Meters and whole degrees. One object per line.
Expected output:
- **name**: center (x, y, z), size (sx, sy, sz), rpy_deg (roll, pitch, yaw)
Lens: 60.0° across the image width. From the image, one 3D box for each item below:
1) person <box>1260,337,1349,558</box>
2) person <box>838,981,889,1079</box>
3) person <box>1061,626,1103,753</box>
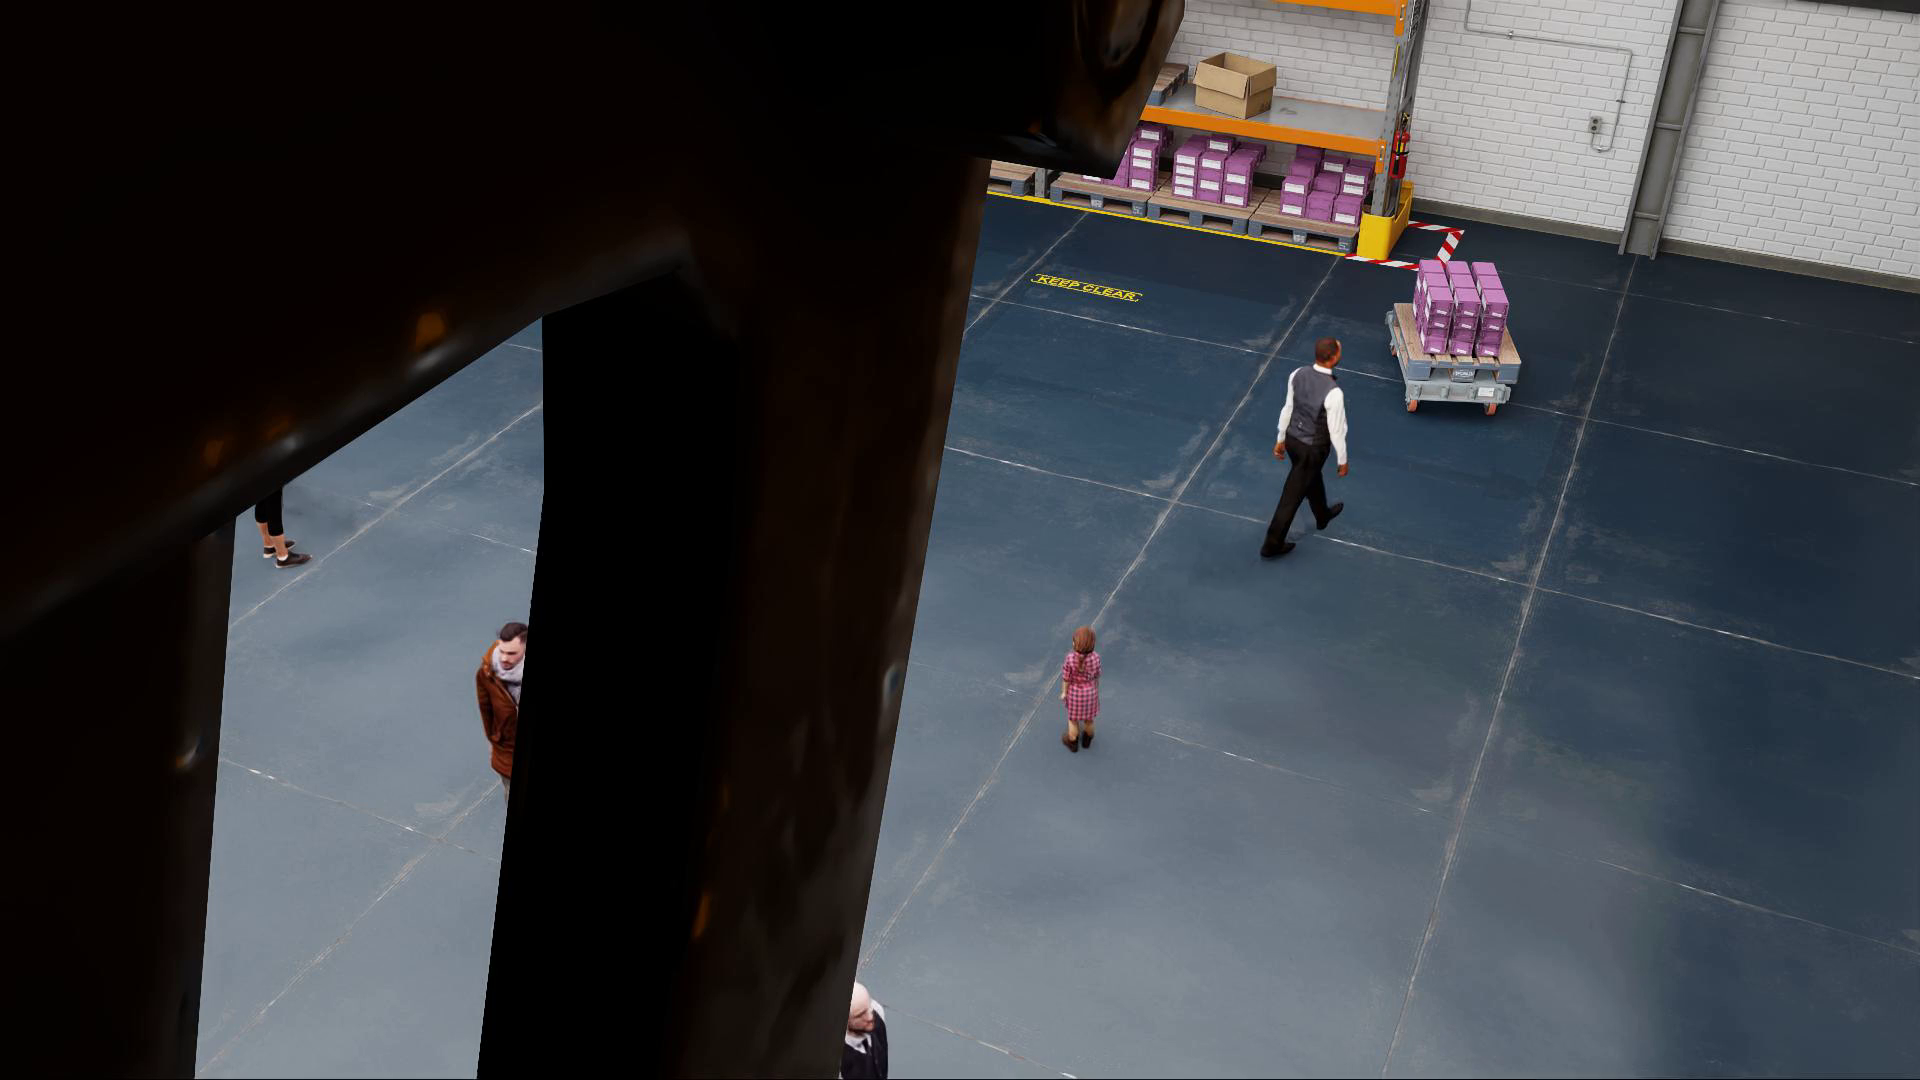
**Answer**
- **person**: center (2.660, -0.683, 13.098), size (1.201, 1.877, 1.237), rpy_deg (-18, 38, -25)
- **person**: center (-0.510, 2.759, 7.969), size (0.551, 1.822, 0.674), rpy_deg (14, 36, 20)
- **person**: center (0.824, 1.010, 11.323), size (0.497, 1.022, 0.565), rpy_deg (-7, 34, -10)
